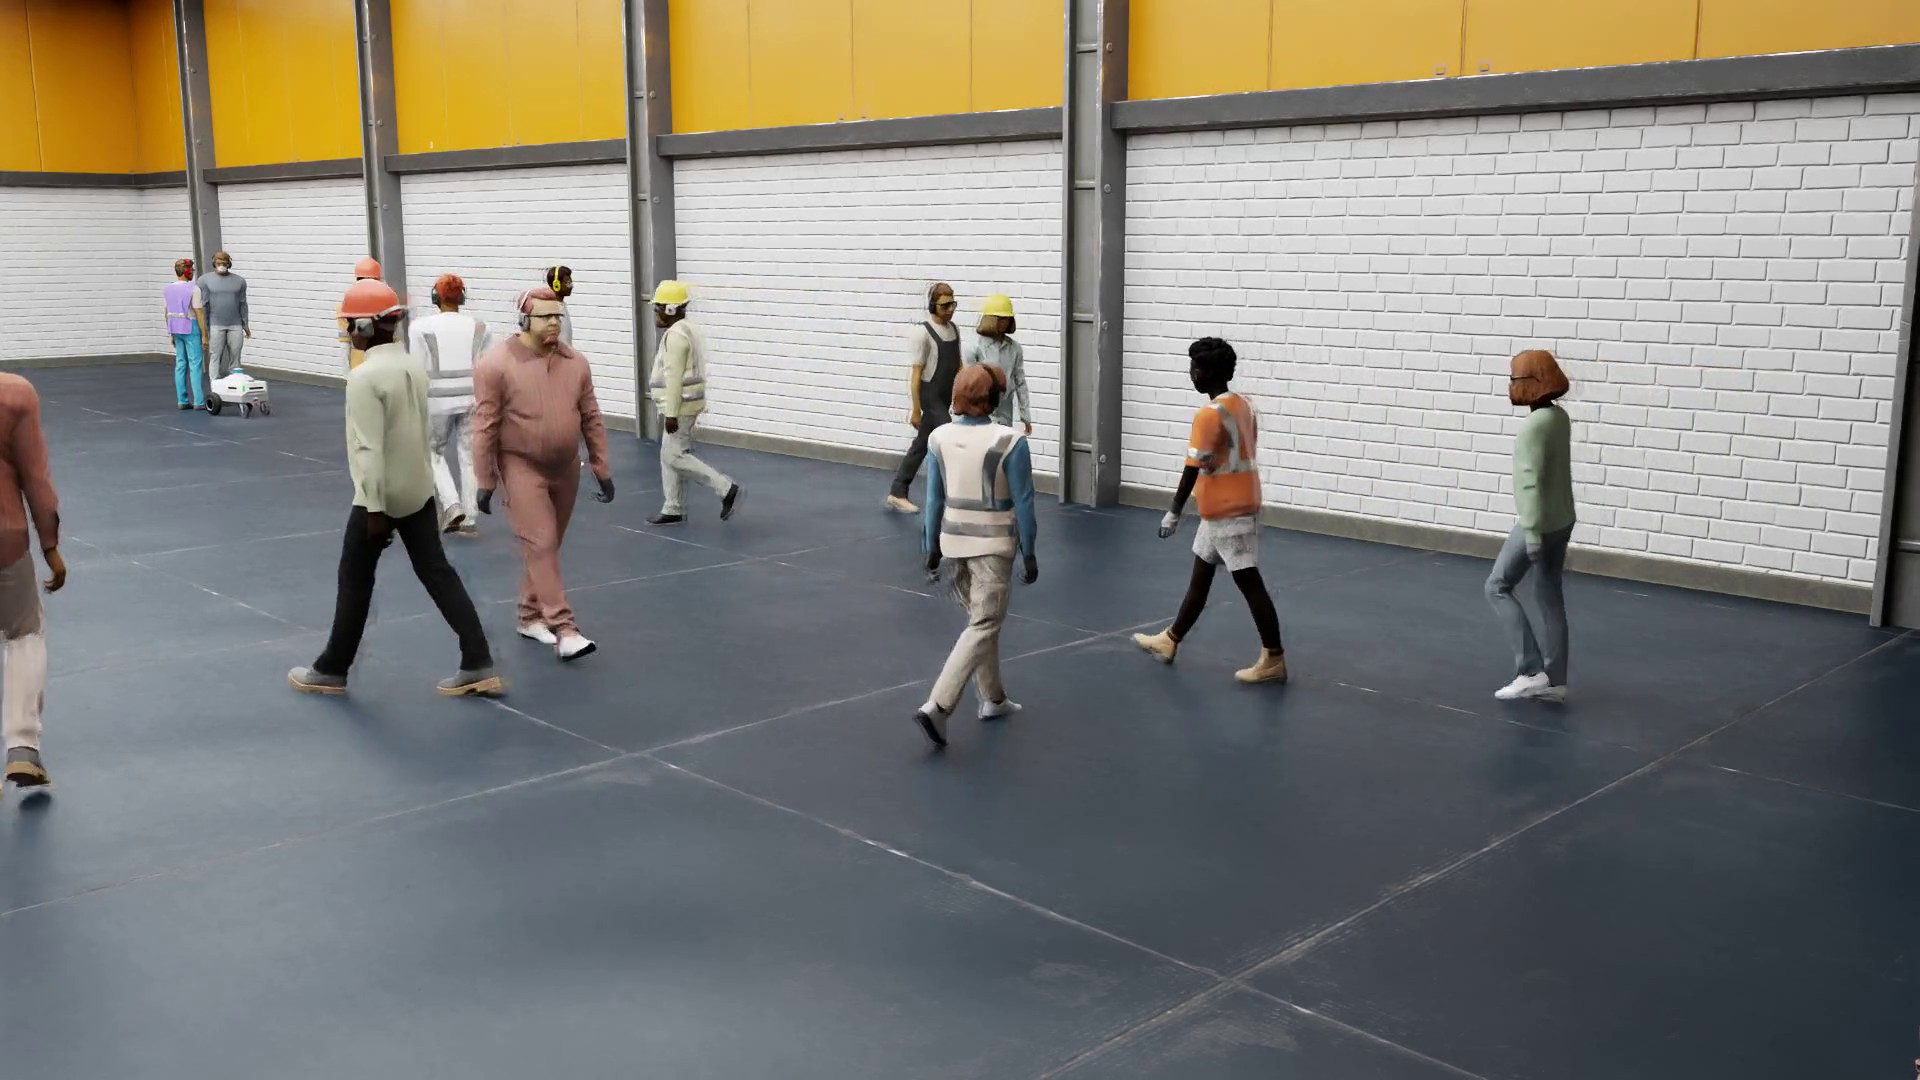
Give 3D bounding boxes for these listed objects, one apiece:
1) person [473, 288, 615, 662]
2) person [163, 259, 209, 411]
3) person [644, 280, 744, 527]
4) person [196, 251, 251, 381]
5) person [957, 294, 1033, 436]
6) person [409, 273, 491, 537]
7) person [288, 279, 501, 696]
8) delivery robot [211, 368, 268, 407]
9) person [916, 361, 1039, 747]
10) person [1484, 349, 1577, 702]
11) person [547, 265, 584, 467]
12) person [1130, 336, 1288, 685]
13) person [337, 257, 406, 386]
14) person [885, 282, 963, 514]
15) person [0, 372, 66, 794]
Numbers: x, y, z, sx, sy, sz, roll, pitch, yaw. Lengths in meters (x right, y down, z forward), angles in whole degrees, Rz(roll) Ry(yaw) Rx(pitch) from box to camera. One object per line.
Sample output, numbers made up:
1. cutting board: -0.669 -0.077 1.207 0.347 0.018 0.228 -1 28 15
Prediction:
1. person: -2.045 -0.327 8.415 0.965 1.861 0.673 9 14 40
2. person: -9.419 -2.493 20.268 0.569 1.844 0.378 4 11 21
3. person: -1.964 -0.978 12.098 0.660 1.814 0.605 -1 10 -6
4. person: -9.444 -2.740 21.382 0.627 1.934 0.370 -9 14 -42
5. person: 0.286 -0.844 11.628 0.525 1.715 0.738 -8 13 -36
6. person: -3.584 -0.939 11.732 0.611 1.867 0.411 -6 12 -30
7. person: -2.613 -0.222 7.648 1.051 1.940 0.639 2 11 13
8. delivery robot: -8.539 -1.790 19.705 0.707 0.478 0.477 7 13 34
9. person: 0.049 0.052 7.053 0.517 1.615 0.799 8 13 39
10. person: 2.622 -0.051 7.565 0.396 1.617 0.516 9 13 39
11. person: -3.626 -1.581 15.263 0.385 1.855 0.565 1 10 3
12. person: 1.208 -0.144 7.969 0.871 1.636 0.554 5 12 25
13. person: -5.092 -1.473 14.458 0.544 1.939 0.354 -2 11 -13
14. person: -0.187 -1.043 12.538 0.987 1.789 0.500 5 12 26
15. person: -3.690 0.027 6.168 0.646 1.979 0.429 -5 11 -24
